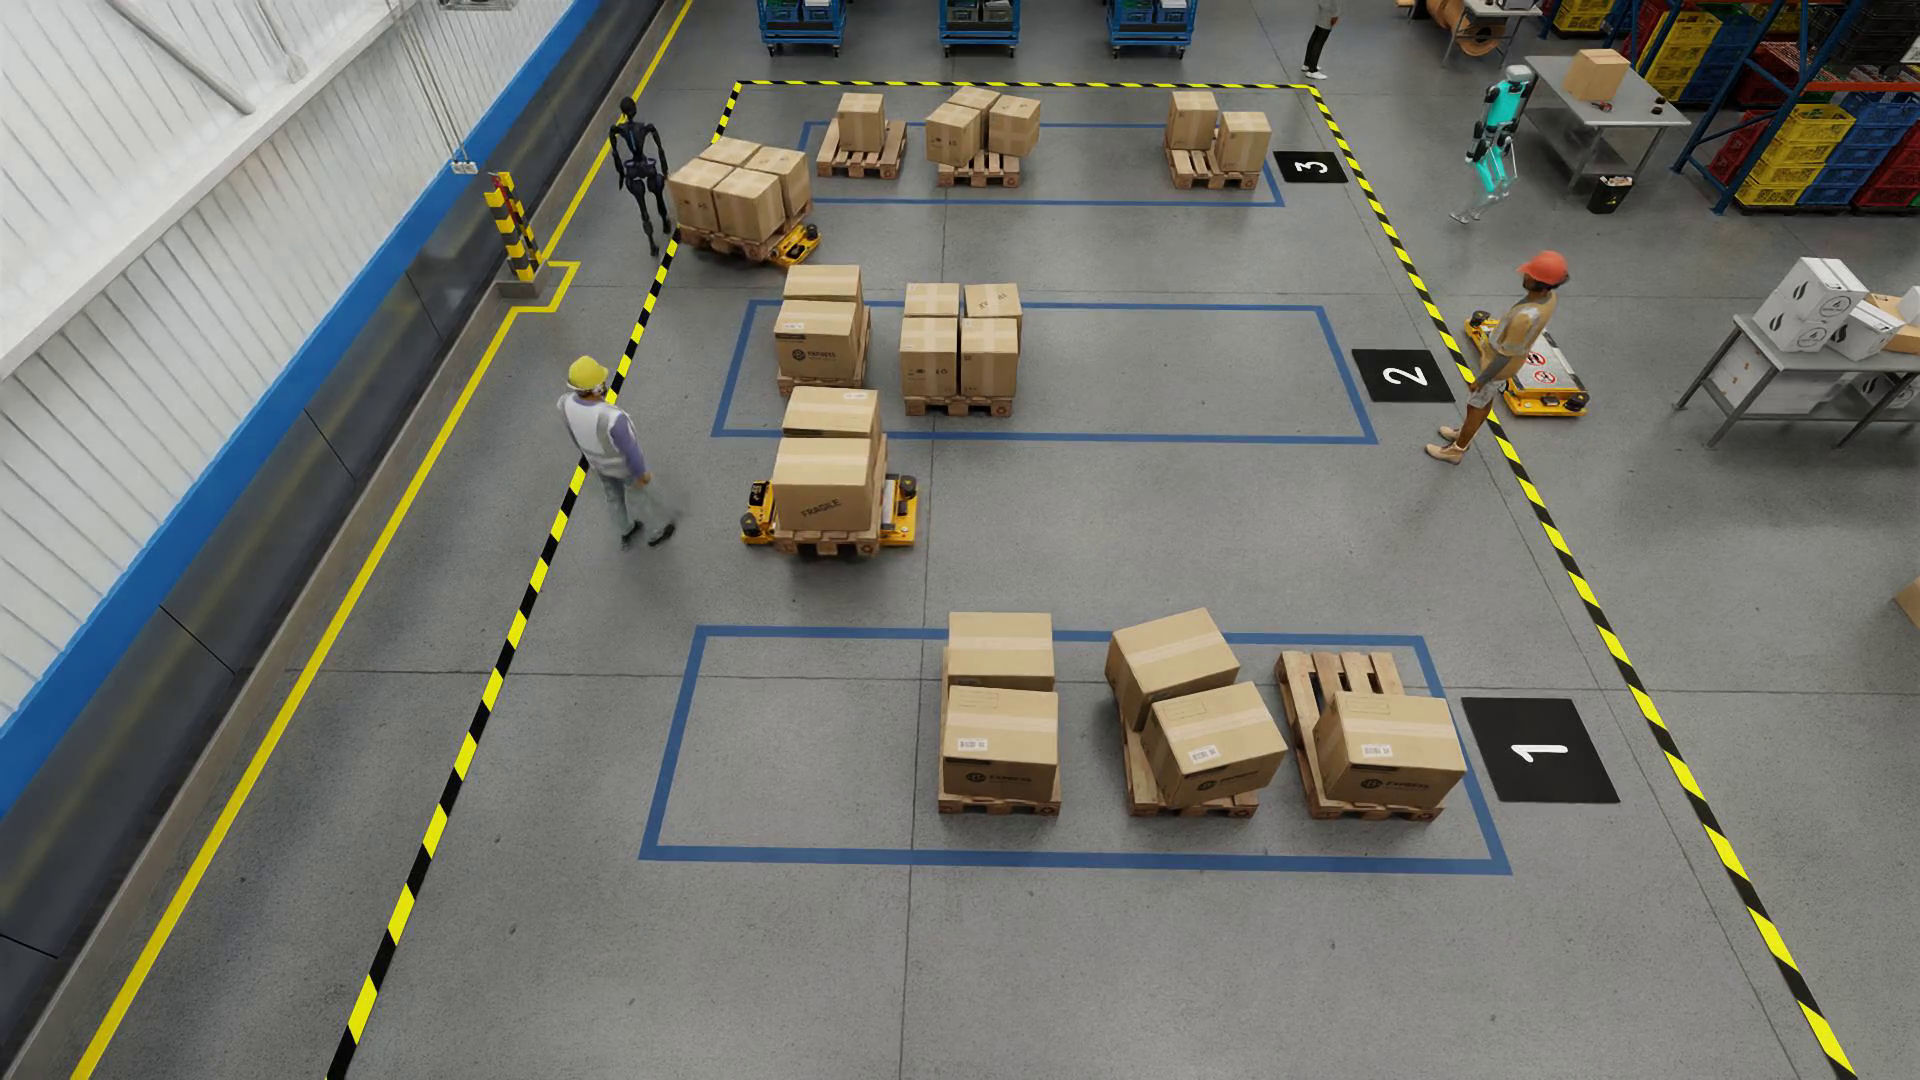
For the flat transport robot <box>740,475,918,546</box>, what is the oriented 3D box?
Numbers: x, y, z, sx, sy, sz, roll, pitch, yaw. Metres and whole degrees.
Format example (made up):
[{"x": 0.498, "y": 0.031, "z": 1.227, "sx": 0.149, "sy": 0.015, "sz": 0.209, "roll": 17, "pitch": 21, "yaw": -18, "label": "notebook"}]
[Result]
[{"x": -1.091, "y": -0.269, "z": 7.748, "sx": 1.431, "sy": 0.197, "sz": 0.652, "roll": 1, "pitch": 49, "yaw": 1, "label": "flat transport robot"}]

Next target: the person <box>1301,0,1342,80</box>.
[{"x": 5.305, "y": -7.595, "z": 13.063, "sx": 0.396, "sy": 1.848, "sz": 0.587, "roll": 1, "pitch": 49, "yaw": 1, "label": "person"}]

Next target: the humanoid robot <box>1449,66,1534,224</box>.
[{"x": 6.013, "y": -4.304, "z": 10.201, "sx": 0.533, "sy": 1.673, "sz": 0.735, "roll": -12, "pitch": 50, "yaw": -10, "label": "humanoid robot"}]

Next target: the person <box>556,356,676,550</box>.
[{"x": -2.647, "y": -0.639, "z": 7.052, "sx": 0.599, "sy": 1.829, "sz": 0.404, "roll": 19, "pitch": 52, "yaw": 16, "label": "person"}]

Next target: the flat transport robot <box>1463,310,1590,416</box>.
[{"x": 5.573, "y": -1.757, "z": 9.054, "sx": 0.659, "sy": 0.231, "sz": 1.431, "roll": 1, "pitch": 49, "yaw": 1, "label": "flat transport robot"}]

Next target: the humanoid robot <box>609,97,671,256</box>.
[{"x": -3.510, "y": -4.029, "z": 10.128, "sx": 0.590, "sy": 1.630, "sz": 0.790, "roll": -8, "pitch": 50, "yaw": -7, "label": "humanoid robot"}]

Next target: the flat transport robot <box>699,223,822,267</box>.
[{"x": -2.391, "y": -3.528, "z": 10.569, "sx": 1.431, "sy": 0.197, "sz": 0.652, "roll": 17, "pitch": 51, "yaw": 14, "label": "flat transport robot"}]

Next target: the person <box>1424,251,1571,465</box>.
[{"x": 4.476, "y": -1.482, "z": 7.642, "sx": 0.366, "sy": 2.048, "sz": 0.606, "roll": 35, "pitch": 57, "yaw": 26, "label": "person"}]
